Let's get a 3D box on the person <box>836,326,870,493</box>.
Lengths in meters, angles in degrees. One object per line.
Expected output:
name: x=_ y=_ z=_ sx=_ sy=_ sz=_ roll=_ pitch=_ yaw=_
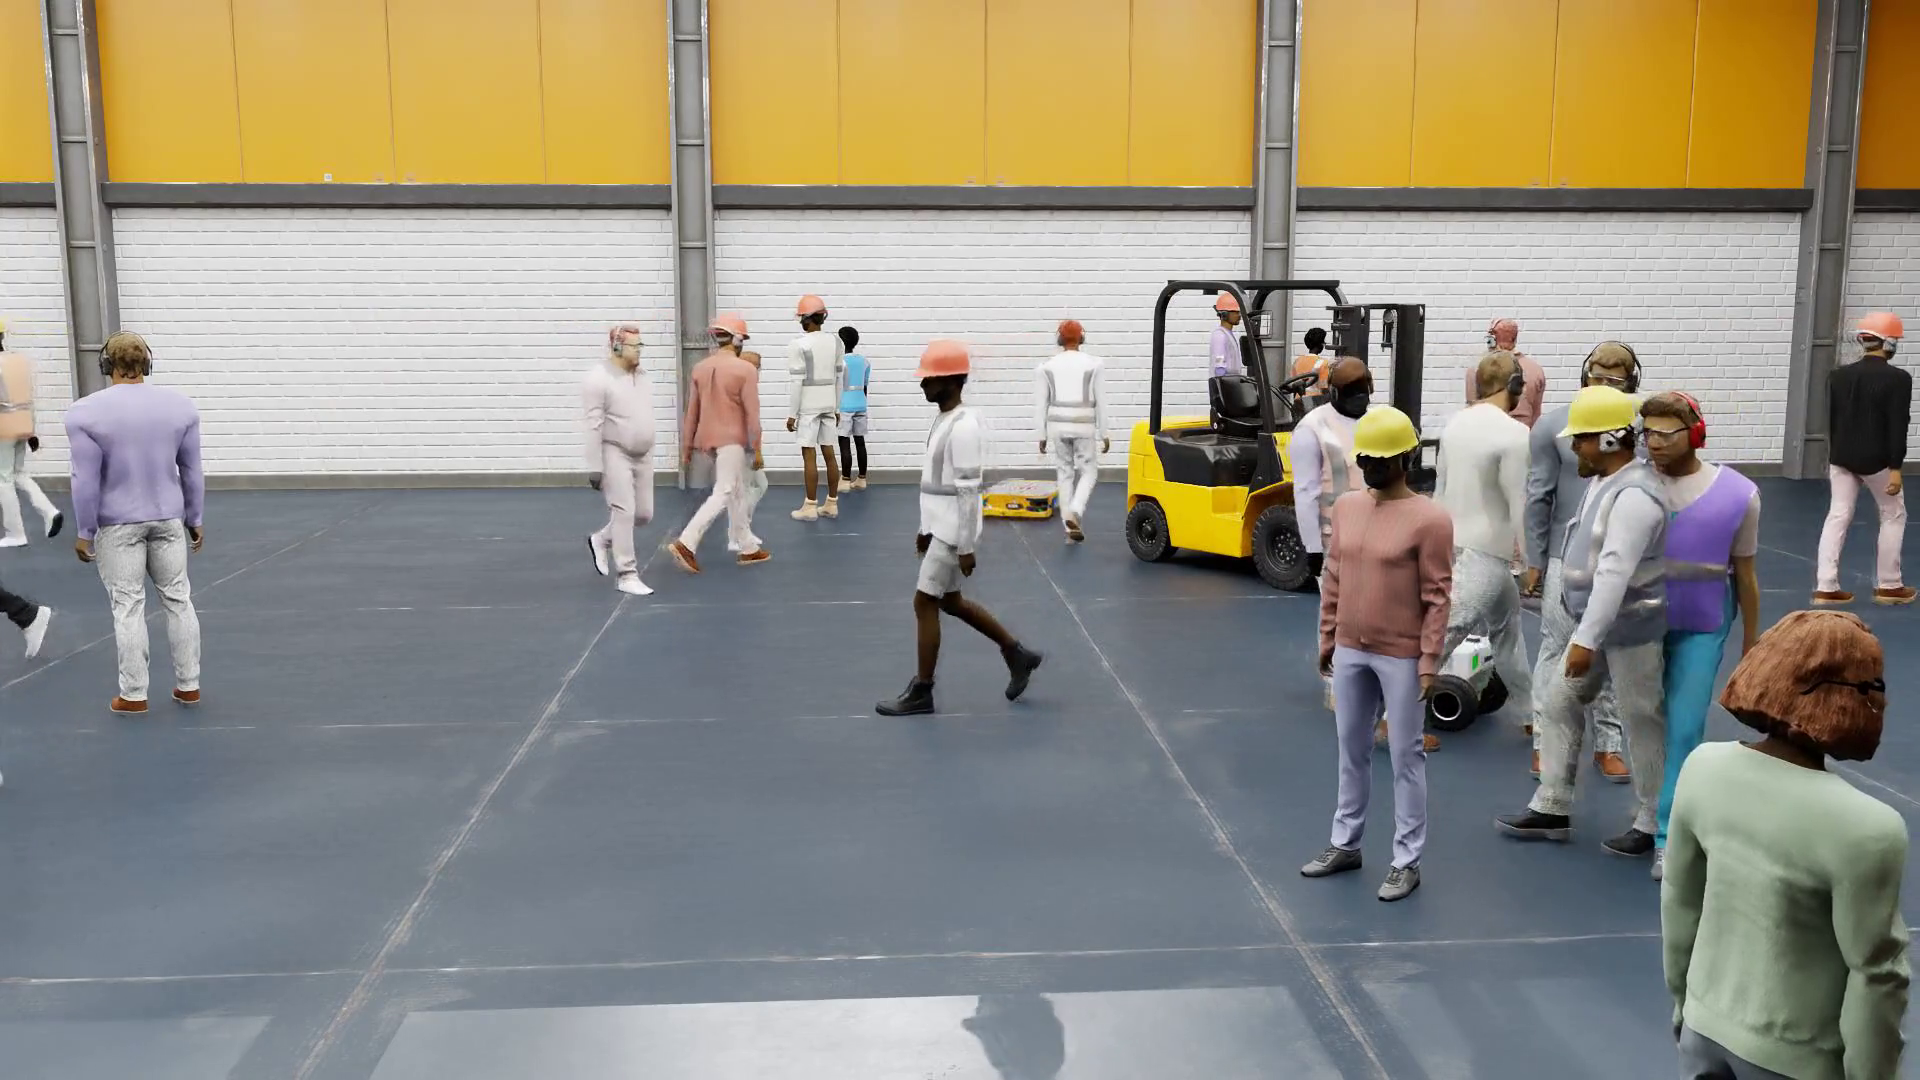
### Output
person: x=-1.135 y=-1.332 z=16.997 sx=0.318 sy=1.697 sz=0.535 roll=7 pitch=12 yaw=39

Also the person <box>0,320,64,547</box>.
person: x=-7.688 y=-0.875 z=13.461 sx=0.495 sy=1.907 sz=0.606 roll=2 pitch=9 yaw=10

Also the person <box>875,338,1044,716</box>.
person: x=0.006 y=-0.065 z=8.391 sx=0.826 sy=1.911 sz=0.551 roll=-1 pitch=9 yaw=-7

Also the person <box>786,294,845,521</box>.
person: x=-1.320 y=-1.194 z=15.042 sx=0.368 sy=2.046 sz=0.608 roll=9 pitch=13 yaw=44

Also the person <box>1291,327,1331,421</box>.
person: x=3.558 y=-1.305 z=16.852 sx=0.317 sy=1.693 sz=0.534 roll=-5 pitch=10 yaw=-28

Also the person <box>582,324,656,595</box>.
person: x=-2.412 y=-0.571 z=11.663 sx=0.706 sy=1.884 sz=0.654 roll=6 pitch=11 yaw=32

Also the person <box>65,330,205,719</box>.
person: x=-4.115 y=-0.076 z=8.356 sx=0.353 sy=1.937 sz=0.635 roll=9 pitch=13 yaw=44

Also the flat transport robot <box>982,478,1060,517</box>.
flat transport robot: x=0.622 y=-0.402 z=15.624 sx=0.652 sy=0.197 sz=1.431 roll=2 pitch=9 yaw=14

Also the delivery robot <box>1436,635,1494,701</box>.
delivery robot: x=2.314 y=0.570 z=8.337 sx=0.707 sy=0.478 sz=0.477 roll=7 pitch=11 yaw=37

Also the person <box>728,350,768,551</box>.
person: x=-1.687 y=-0.705 z=13.308 sx=0.438 sy=1.615 sz=0.516 roll=-2 pitch=9 yaw=-13

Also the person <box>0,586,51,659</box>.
person: x=-5.500 y=-0.179 z=9.164 sx=0.771 sy=1.894 sz=0.593 roll=-9 pitch=13 yaw=-44

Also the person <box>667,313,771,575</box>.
person: x=-1.823 y=-0.727 z=12.464 sx=0.643 sy=1.945 sz=0.969 roll=7 pitch=11 yaw=37

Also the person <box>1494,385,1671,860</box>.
person: x=2.400 y=0.320 z=6.301 sx=0.757 sy=1.788 sz=0.618 roll=1 pitch=9 yaw=6

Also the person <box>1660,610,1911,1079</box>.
person: x=1.474 y=0.928 z=3.007 sx=0.283 sy=1.631 sz=0.503 roll=-3 pitch=9 yaw=-18

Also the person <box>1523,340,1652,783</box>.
person: x=2.781 y=0.099 z=7.272 sx=0.627 sy=1.935 sz=0.372 roll=1 pitch=9 yaw=8

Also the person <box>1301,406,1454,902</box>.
person: x=1.492 y=0.398 z=5.943 sx=0.321 sy=1.761 sz=0.522 roll=-8 pitch=12 yaw=-40

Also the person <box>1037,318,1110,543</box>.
person: x=0.920 y=-0.884 z=13.646 sx=0.616 sy=1.868 sz=0.469 roll=3 pitch=9 yaw=17

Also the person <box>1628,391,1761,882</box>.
person: x=2.749 y=0.320 z=6.340 sx=0.599 sy=1.804 sz=0.829 roll=8 pitch=12 yaw=40

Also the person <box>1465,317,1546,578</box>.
person: x=3.908 y=-0.658 z=12.106 sx=0.643 sy=1.910 sz=0.411 roll=-3 pitch=10 yaw=-19

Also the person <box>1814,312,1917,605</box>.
person: x=6.141 y=-0.534 z=11.138 sx=0.835 sy=1.960 sz=0.657 roll=-4 pitch=10 yaw=-23

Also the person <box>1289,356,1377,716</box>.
person: x=1.938 y=-0.005 z=8.291 sx=0.645 sy=1.820 sz=0.441 roll=-5 pitch=10 yaw=-27

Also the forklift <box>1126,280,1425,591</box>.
forklift: x=2.301 y=-0.860 z=12.475 sx=1.214 sy=2.155 sz=2.313 roll=-6 pitch=11 yaw=-35

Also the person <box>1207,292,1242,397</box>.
person: x=2.690 y=-1.472 z=16.794 sx=0.375 sy=2.044 sz=0.605 roll=2 pitch=9 yaw=14

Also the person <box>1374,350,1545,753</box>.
person: x=2.426 y=0.058 z=7.760 sx=1.069 sy=1.873 sz=0.649 roll=-1 pitch=9 yaw=-5
